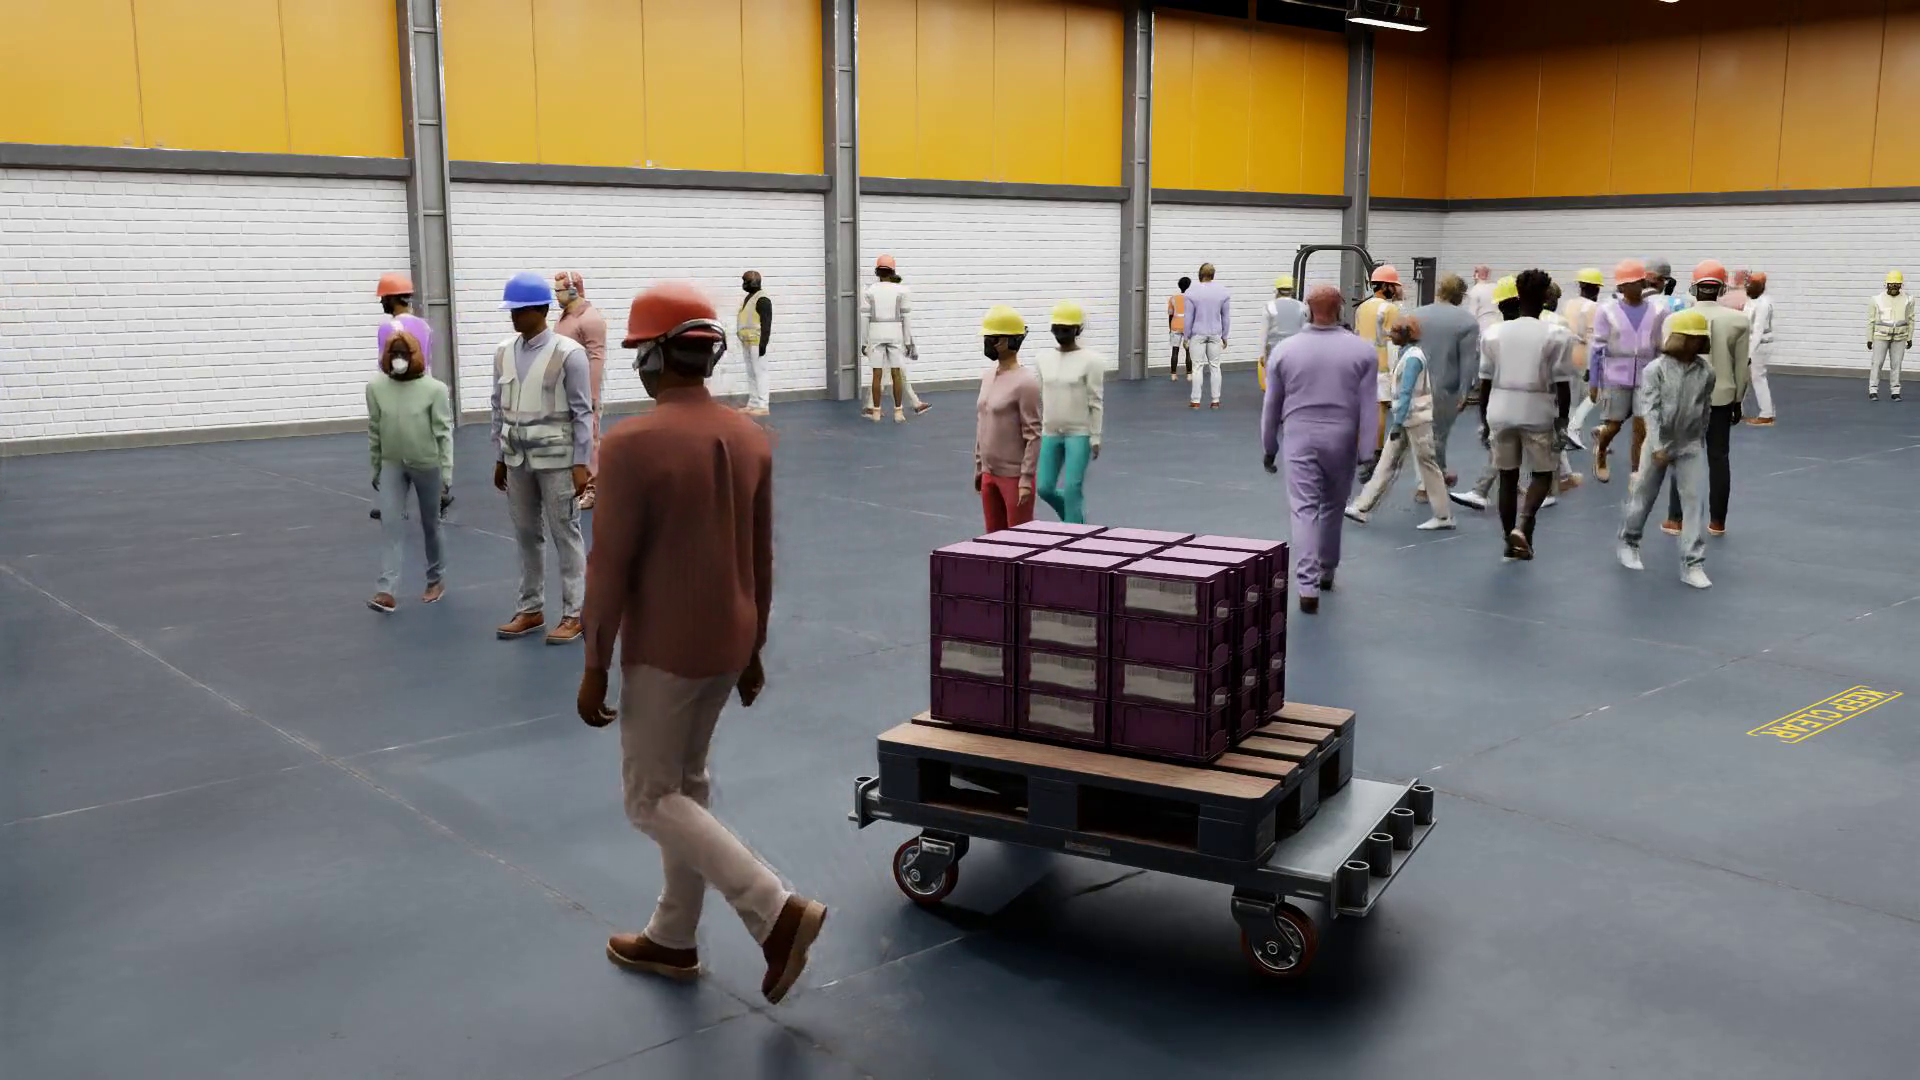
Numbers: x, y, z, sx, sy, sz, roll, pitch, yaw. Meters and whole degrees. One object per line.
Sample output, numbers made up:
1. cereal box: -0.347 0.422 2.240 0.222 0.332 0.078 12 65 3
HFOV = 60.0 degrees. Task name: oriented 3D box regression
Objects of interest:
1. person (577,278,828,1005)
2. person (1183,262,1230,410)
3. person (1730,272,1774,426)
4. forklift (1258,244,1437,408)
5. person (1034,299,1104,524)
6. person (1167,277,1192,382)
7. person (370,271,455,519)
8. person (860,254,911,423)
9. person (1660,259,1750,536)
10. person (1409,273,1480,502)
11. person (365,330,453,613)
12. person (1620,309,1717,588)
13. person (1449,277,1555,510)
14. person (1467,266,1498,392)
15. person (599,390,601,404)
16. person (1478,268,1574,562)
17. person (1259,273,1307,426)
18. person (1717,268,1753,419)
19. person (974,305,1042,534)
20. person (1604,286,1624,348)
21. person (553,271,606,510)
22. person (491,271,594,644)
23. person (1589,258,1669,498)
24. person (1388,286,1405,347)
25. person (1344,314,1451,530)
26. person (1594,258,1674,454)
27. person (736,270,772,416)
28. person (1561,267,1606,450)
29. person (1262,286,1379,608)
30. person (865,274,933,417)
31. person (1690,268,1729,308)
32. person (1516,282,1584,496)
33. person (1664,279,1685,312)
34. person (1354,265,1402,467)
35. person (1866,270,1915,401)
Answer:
1. person: -0.680 0.290 4.460 0.723 1.966 0.622 6 11 30
2. person: 3.245 -2.686 21.959 0.636 1.939 0.363 -1 10 -7
3. person: 9.350 -2.252 19.732 0.806 1.830 0.660 1 10 4
4. forklift: 5.256 -2.933 22.661 2.313 2.155 1.214 3 10 16
5. person: 0.722 -0.690 10.825 0.528 1.753 0.504 6 11 31
6. person: 3.609 -3.403 26.887 0.534 1.694 0.319 4 10 22
7. person: -4.184 -1.070 12.578 0.812 1.915 0.558 3 10 17
8. person: -0.902 -2.441 20.221 0.614 2.042 0.373 -1 10 -3
9. person: 5.372 -1.023 12.060 0.610 1.996 0.386 2 10 12
10. person: 4.001 -1.272 13.857 0.621 1.872 0.961 4 10 22
11. person: -3.137 -0.383 9.449 0.516 1.588 0.856 0 10 0
12. person: 4.466 -0.599 10.451 0.479 1.700 0.894 0 10 0
13. person: 4.393 -1.147 13.187 1.004 1.848 0.616 -4 11 -23
14. person: 7.693 -3.136 24.771 0.647 1.877 0.628 -6 11 -30
15. person: -3.134 -1.185 14.129 0.594 1.607 0.509 3 10 15
16. person: 3.667 -0.793 10.860 0.606 1.950 0.531 6 11 32
17. person: 3.821 -2.237 19.686 0.594 1.822 0.508 -2 10 -11
18. person: 9.579 -2.413 20.530 0.478 1.882 0.645 -3 10 -18
19. person: 0.232 -0.346 8.768 0.316 1.769 0.524 -6 11 -31
20. person: 8.864 -2.685 22.303 0.506 1.823 0.506 7 12 37
21. person: -3.089 -1.193 13.336 0.405 1.903 0.636 -7 12 -36
22. person: -2.200 -0.423 8.695 0.615 1.942 0.408 5 11 25
23. person: 5.647 -1.376 14.116 0.631 2.012 0.785 1 10 6
24. person: 6.171 -2.842 23.865 0.857 1.594 0.514 1 10 8
25. person: 3.249 -0.863 12.297 0.874 1.588 0.524 0 10 2
26. person: 6.677 -1.766 16.280 0.654 2.000 0.708 -3 10 -16
27. person: -2.624 -2.500 21.164 0.429 1.840 0.635 -5 11 -29
28. person: 6.462 -1.867 17.279 0.440 1.904 0.581 -3 10 -19
29. person: 2.101 -0.554 9.754 0.657 1.848 1.023 2 10 11
30. person: -0.791 -2.453 21.019 1.019 1.800 0.602 -6 11 -32
31. person: 9.713 -2.567 21.411 0.631 1.888 0.927 8 12 38
32. person: 4.938 -1.273 14.074 0.900 1.803 0.632 -7 12 -37
33. person: 10.757 -3.142 25.344 0.533 1.697 0.318 7 12 34
34. person: 4.028 -1.664 16.000 0.376 1.933 0.545 -5 11 -25
35. person: 12.997 -2.846 23.248 0.592 1.824 0.403 3 10 16
